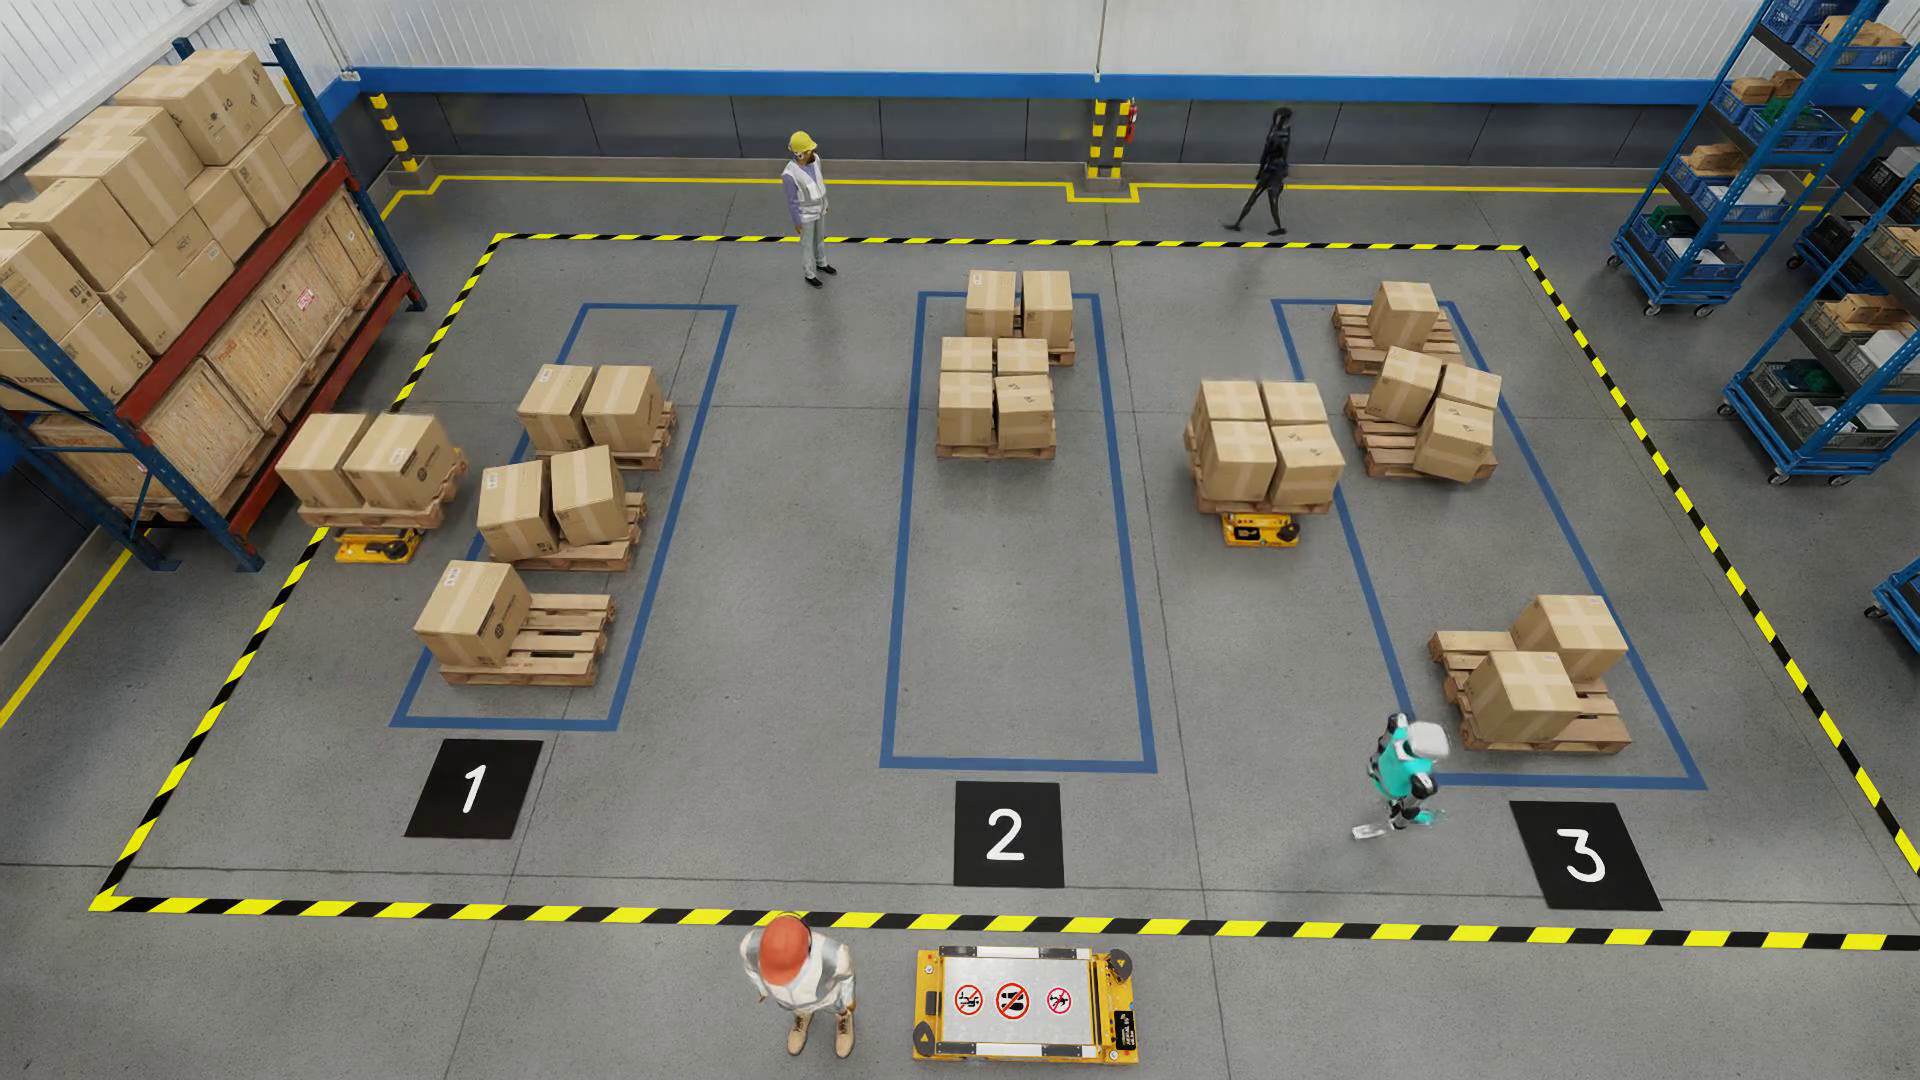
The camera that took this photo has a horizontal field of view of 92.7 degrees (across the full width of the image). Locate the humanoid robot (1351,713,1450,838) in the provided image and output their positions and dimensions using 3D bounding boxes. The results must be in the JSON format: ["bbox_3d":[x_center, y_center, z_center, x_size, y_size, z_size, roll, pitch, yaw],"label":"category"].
[{"bbox_3d":[3.039,1.720,6.193,0.759,1.868,0.562,-3,51,-3],"label":"humanoid robot"}]

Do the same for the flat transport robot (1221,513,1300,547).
[{"bbox_3d":[2.825,-0.550,8.916,0.652,0.197,1.431,1,51,1],"label":"flat transport robot"}]

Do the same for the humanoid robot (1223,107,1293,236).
[{"bbox_3d":[3.820,-4.486,11.269,0.792,1.622,0.612,-7,51,-6],"label":"humanoid robot"}]

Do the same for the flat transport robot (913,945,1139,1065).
[{"bbox_3d":[0.422,3.041,6.007,1.431,0.231,0.659,1,51,1],"label":"flat transport robot"}]

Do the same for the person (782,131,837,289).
[{"bbox_3d":[-1.721,-3.806,10.576,0.404,1.834,0.599,23,55,18],"label":"person"}]

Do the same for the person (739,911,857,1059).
[{"bbox_3d":[-0.883,2.572,5.243,0.607,2.048,0.366,4,51,3],"label":"person"}]

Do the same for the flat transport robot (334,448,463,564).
[{"bbox_3d":[-5.381,-0.392,8.788,0.652,0.197,1.431,1,51,1],"label":"flat transport robot"}]
